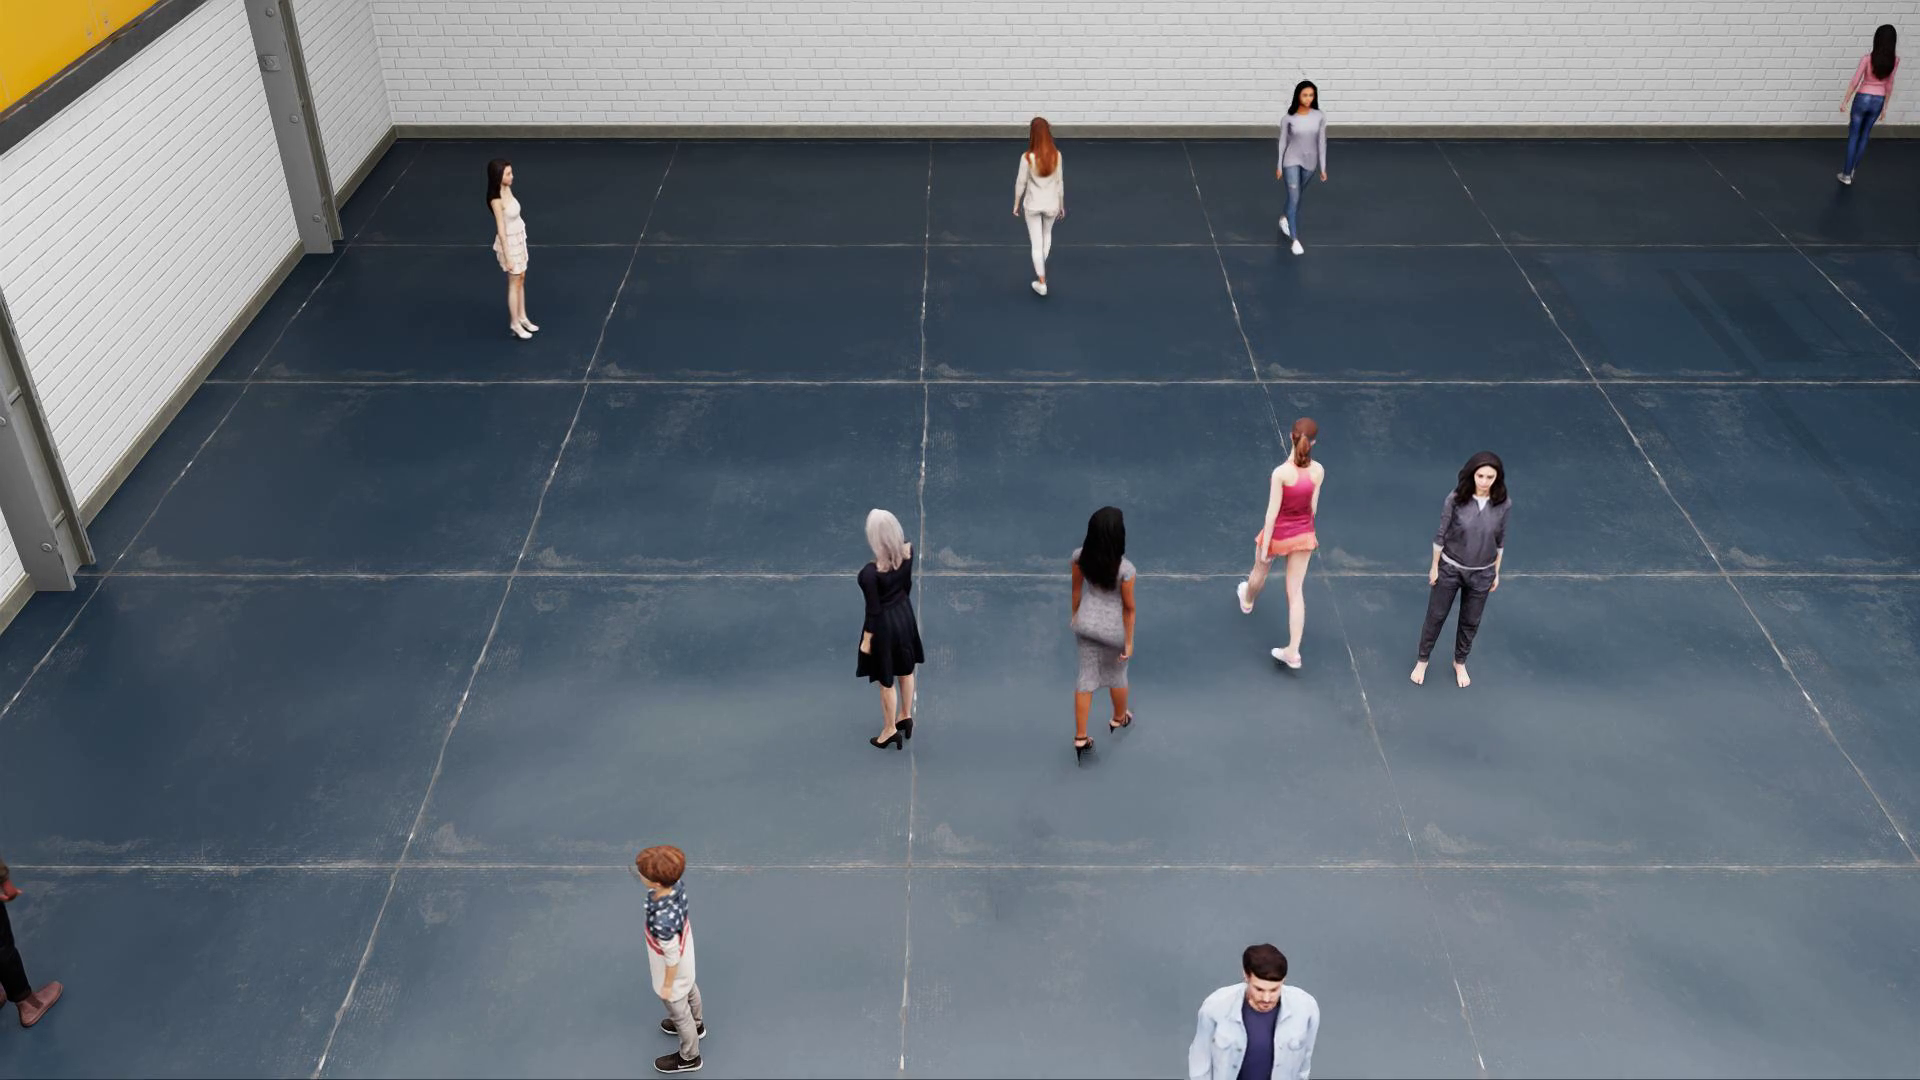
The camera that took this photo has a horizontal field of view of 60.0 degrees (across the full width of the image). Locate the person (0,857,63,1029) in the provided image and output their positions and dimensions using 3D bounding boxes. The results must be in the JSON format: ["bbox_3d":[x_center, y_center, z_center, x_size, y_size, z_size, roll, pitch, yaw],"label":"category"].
[{"bbox_3d":[-5.048,1.753,8.360,0.682,1.835,0.543,0,34,0],"label":"person"}]

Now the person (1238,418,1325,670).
[{"bbox_3d":[2.213,0.056,11.042,0.791,1.693,1.232,-9,35,-13],"label":"person"}]

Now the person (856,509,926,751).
[{"bbox_3d":[-0.440,0.554,10.244,0.759,1.748,0.682,23,40,31],"label":"person"}]

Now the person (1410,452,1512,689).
[{"bbox_3d":[3.279,0.182,10.789,0.624,1.763,0.547,4,34,6],"label":"person"}]

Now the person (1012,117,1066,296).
[{"bbox_3d":[0.801,-3.142,15.858,0.759,1.688,0.930,-8,35,-12],"label":"person"}]

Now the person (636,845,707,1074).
[{"bbox_3d":[-1.425,2.059,8.258,0.569,1.439,0.413,0,34,0],"label":"person"}]

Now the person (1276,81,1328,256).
[{"bbox_3d":[3.421,-3.815,16.872,0.740,1.686,1.195,-4,34,-7],"label":"person"}]

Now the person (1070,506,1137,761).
[{"bbox_3d":[0.840,0.598,10.156,0.804,1.771,0.906,17,37,24],"label":"person"}]

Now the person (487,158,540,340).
[{"bbox_3d":[-4.078,-2.639,15.058,0.630,1.735,0.448,1,34,2],"label":"person"}]

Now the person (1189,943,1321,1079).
[{"bbox_3d":[1.268,2.404,7.440,0.763,1.769,1.196,3,34,4],"label":"person"}]

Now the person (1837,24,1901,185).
[{"bbox_3d":[9.976,-4.766,18.256,0.649,1.738,0.734,4,34,7],"label":"person"}]
